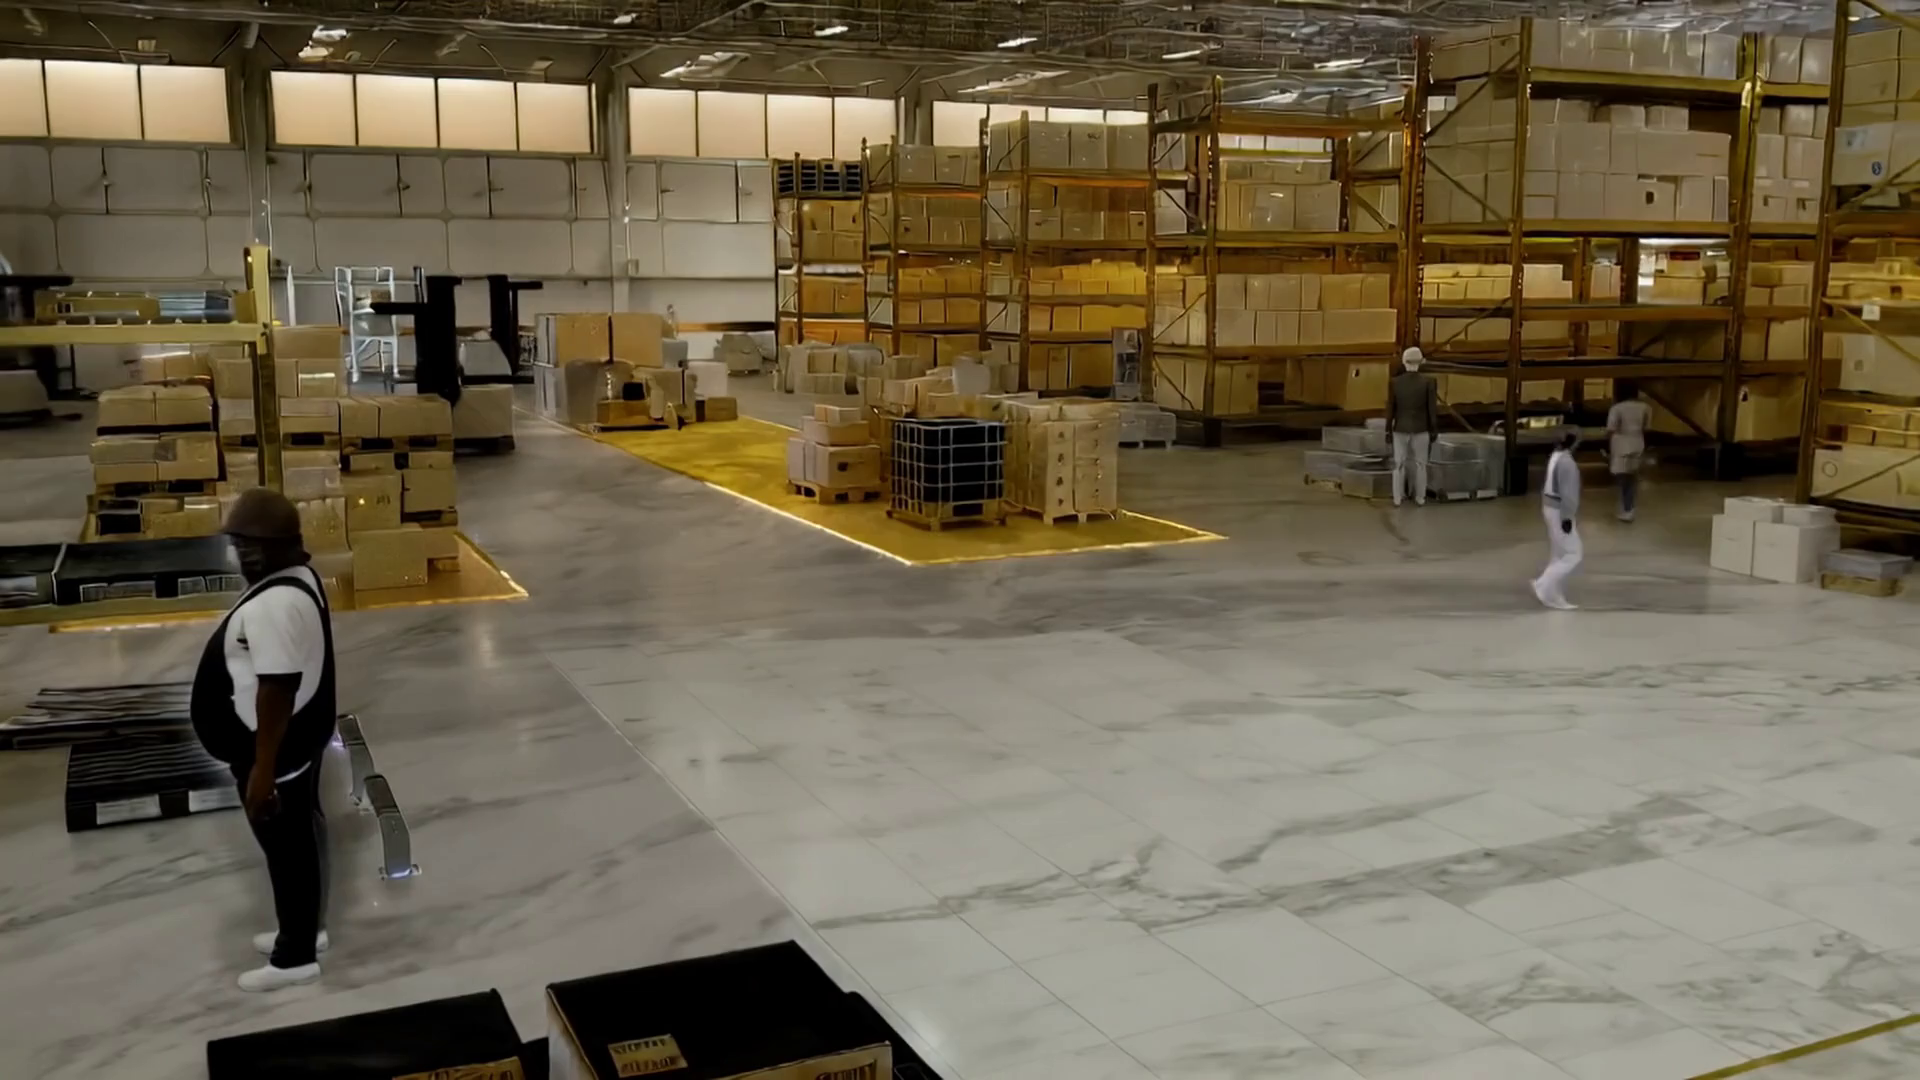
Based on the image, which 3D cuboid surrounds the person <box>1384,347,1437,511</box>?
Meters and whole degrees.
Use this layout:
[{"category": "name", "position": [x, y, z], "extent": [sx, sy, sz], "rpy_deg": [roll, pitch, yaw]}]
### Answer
[{"category": "person", "position": [5.451, -1.337, 20.135], "extent": [0.623, 1.988, 0.393], "rpy_deg": [1, 9, 7]}]

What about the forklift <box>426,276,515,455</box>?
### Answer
[{"category": "forklift", "position": [-8.069, -2.737, 26.069], "extent": [1.873, 2.768, 1.129], "rpy_deg": [-4, 10, -25]}]

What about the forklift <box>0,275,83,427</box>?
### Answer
[{"category": "forklift", "position": [-17.742, -3.573, 31.257], "extent": [1.129, 2.768, 1.873], "rpy_deg": [2, 9, 12]}]

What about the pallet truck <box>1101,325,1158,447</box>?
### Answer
[{"category": "pallet truck", "position": [2.881, -2.596, 27.923], "extent": [0.823, 1.965, 1.885], "rpy_deg": [-1, 9, -7]}]

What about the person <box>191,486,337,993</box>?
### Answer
[{"category": "person", "position": [-2.819, 0.795, 6.755], "extent": [0.538, 2.000, 0.684], "rpy_deg": [-2, 9, -13]}]

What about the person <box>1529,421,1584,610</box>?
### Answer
[{"category": "person", "position": [5.125, -0.194, 14.135], "extent": [0.366, 1.627, 0.534], "rpy_deg": [1, 9, 9]}]

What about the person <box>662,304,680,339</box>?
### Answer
[{"category": "person", "position": [-8.635, -6.077, 49.707], "extent": [0.551, 1.934, 0.373], "rpy_deg": [-1, 9, -6]}]

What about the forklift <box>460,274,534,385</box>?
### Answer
[{"category": "forklift", "position": [-11.703, -5.342, 42.233], "extent": [1.873, 2.768, 1.129], "rpy_deg": [-4, 10, -25]}]

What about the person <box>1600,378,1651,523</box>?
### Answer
[{"category": "person", "position": [7.698, -1.052, 19.365], "extent": [0.538, 1.661, 0.823], "rpy_deg": [-2, 9, -14]}]
